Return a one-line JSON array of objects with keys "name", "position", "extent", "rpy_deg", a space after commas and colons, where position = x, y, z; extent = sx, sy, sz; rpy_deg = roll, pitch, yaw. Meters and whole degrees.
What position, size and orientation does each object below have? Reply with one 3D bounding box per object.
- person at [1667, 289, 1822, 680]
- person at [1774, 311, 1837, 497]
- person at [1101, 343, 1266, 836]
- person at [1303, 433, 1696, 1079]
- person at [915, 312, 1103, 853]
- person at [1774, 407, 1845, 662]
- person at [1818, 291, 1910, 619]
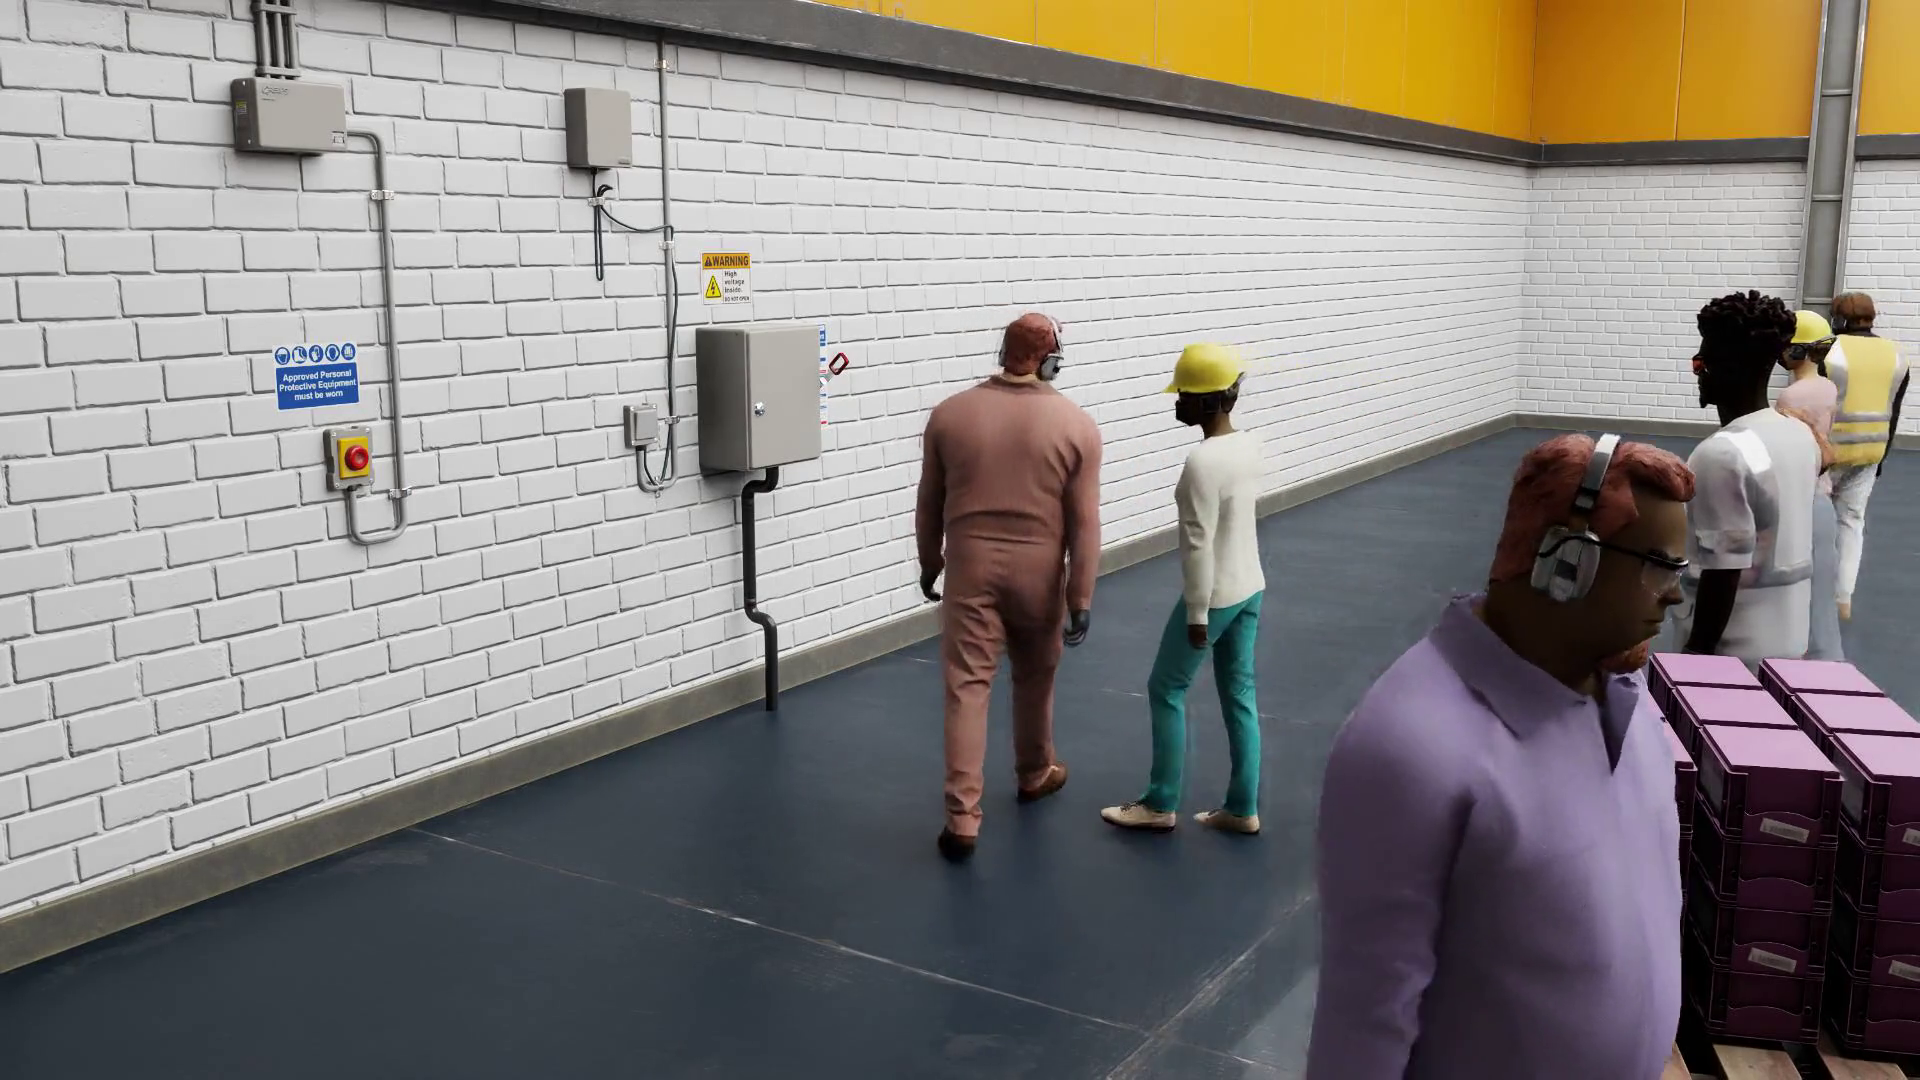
[{"name": "person", "position": [2.150, 0.293, 4.649], "extent": [0.607, 1.966, 0.374], "rpy_deg": [-10, 14, -44]}, {"name": "person", "position": [4.004, -0.211, 8.003], "extent": [0.312, 1.768, 0.522], "rpy_deg": [10, 14, 44]}, {"name": "person", "position": [0.807, 0.188, 5.861], "extent": [0.638, 1.755, 0.543], "rpy_deg": [7, 12, 34]}, {"name": "person", "position": [0.658, 0.767, 2.312], "extent": [0.674, 1.869, 0.810], "rpy_deg": [-9, 14, -41]}, {"name": "person", "position": [0.156, 0.136, 5.877], "extent": [0.701, 1.856, 0.944], "rpy_deg": [2, 10, 8]}, {"name": "person", "position": [2.471, 0.392, 5.133], "extent": [0.505, 1.597, 0.765], "rpy_deg": [-9, 14, -42]}, {"name": "person", "position": [4.877, -0.463, 9.229], "extent": [0.647, 1.823, 0.458], "rpy_deg": [-1, 10, -8]}]
